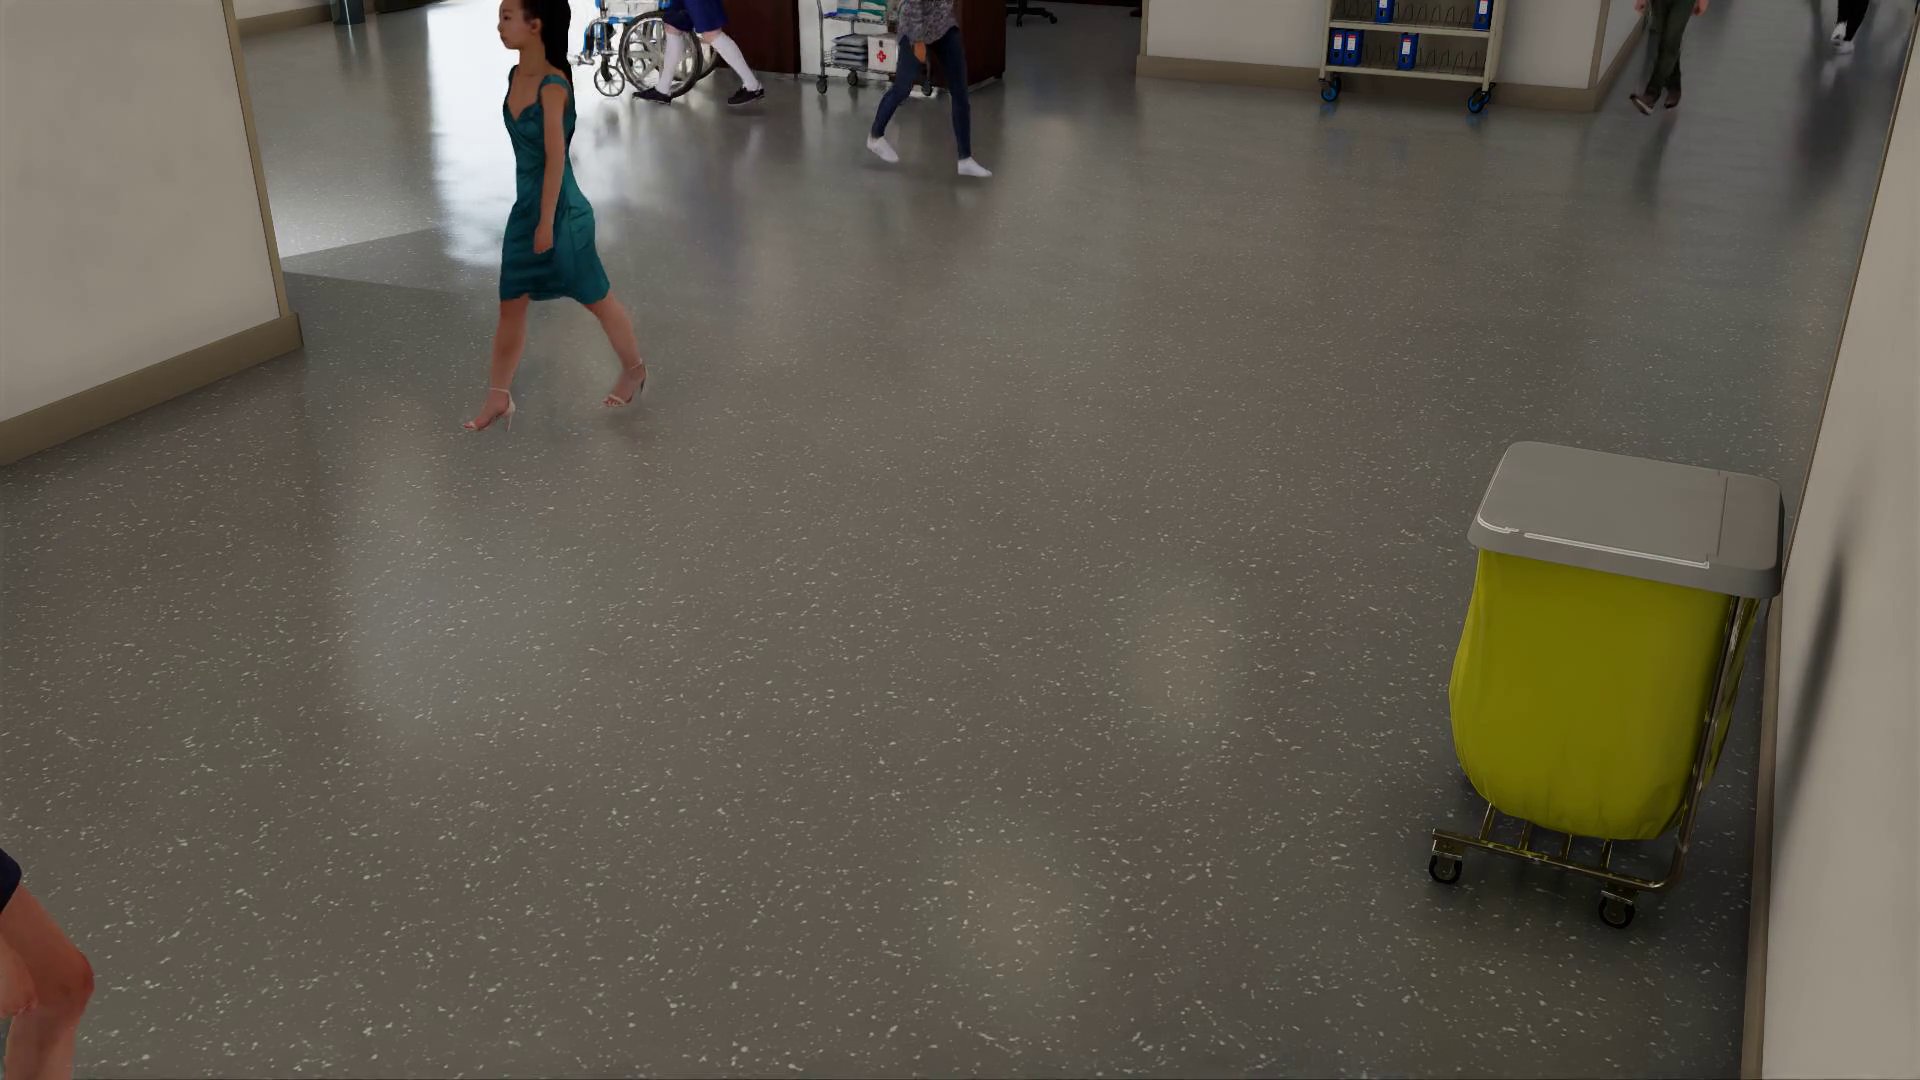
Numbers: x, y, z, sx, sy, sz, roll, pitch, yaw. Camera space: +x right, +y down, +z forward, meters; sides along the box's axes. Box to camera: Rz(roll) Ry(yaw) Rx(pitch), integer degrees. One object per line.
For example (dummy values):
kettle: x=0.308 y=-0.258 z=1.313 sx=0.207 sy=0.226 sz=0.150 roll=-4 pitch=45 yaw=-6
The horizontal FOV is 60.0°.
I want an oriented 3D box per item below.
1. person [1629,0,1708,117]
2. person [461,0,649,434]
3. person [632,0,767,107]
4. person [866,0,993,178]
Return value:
person: x=5.108 y=-3.862 z=11.849 sx=1.098 sy=1.608 sz=0.905 roll=21 pitch=33 yaw=37
person: x=-1.467 y=-1.201 z=6.300 sx=0.912 sy=1.634 sz=1.040 roll=-20 pitch=32 yaw=-36
person: x=-1.799 y=-3.938 z=11.797 sx=1.315 sy=1.790 sz=1.046 roll=0 pitch=26 yaw=0
person: x=-0.259 y=-3.064 z=10.105 sx=1.254 sy=1.685 sz=0.844 roll=20 pitch=32 yaw=35
